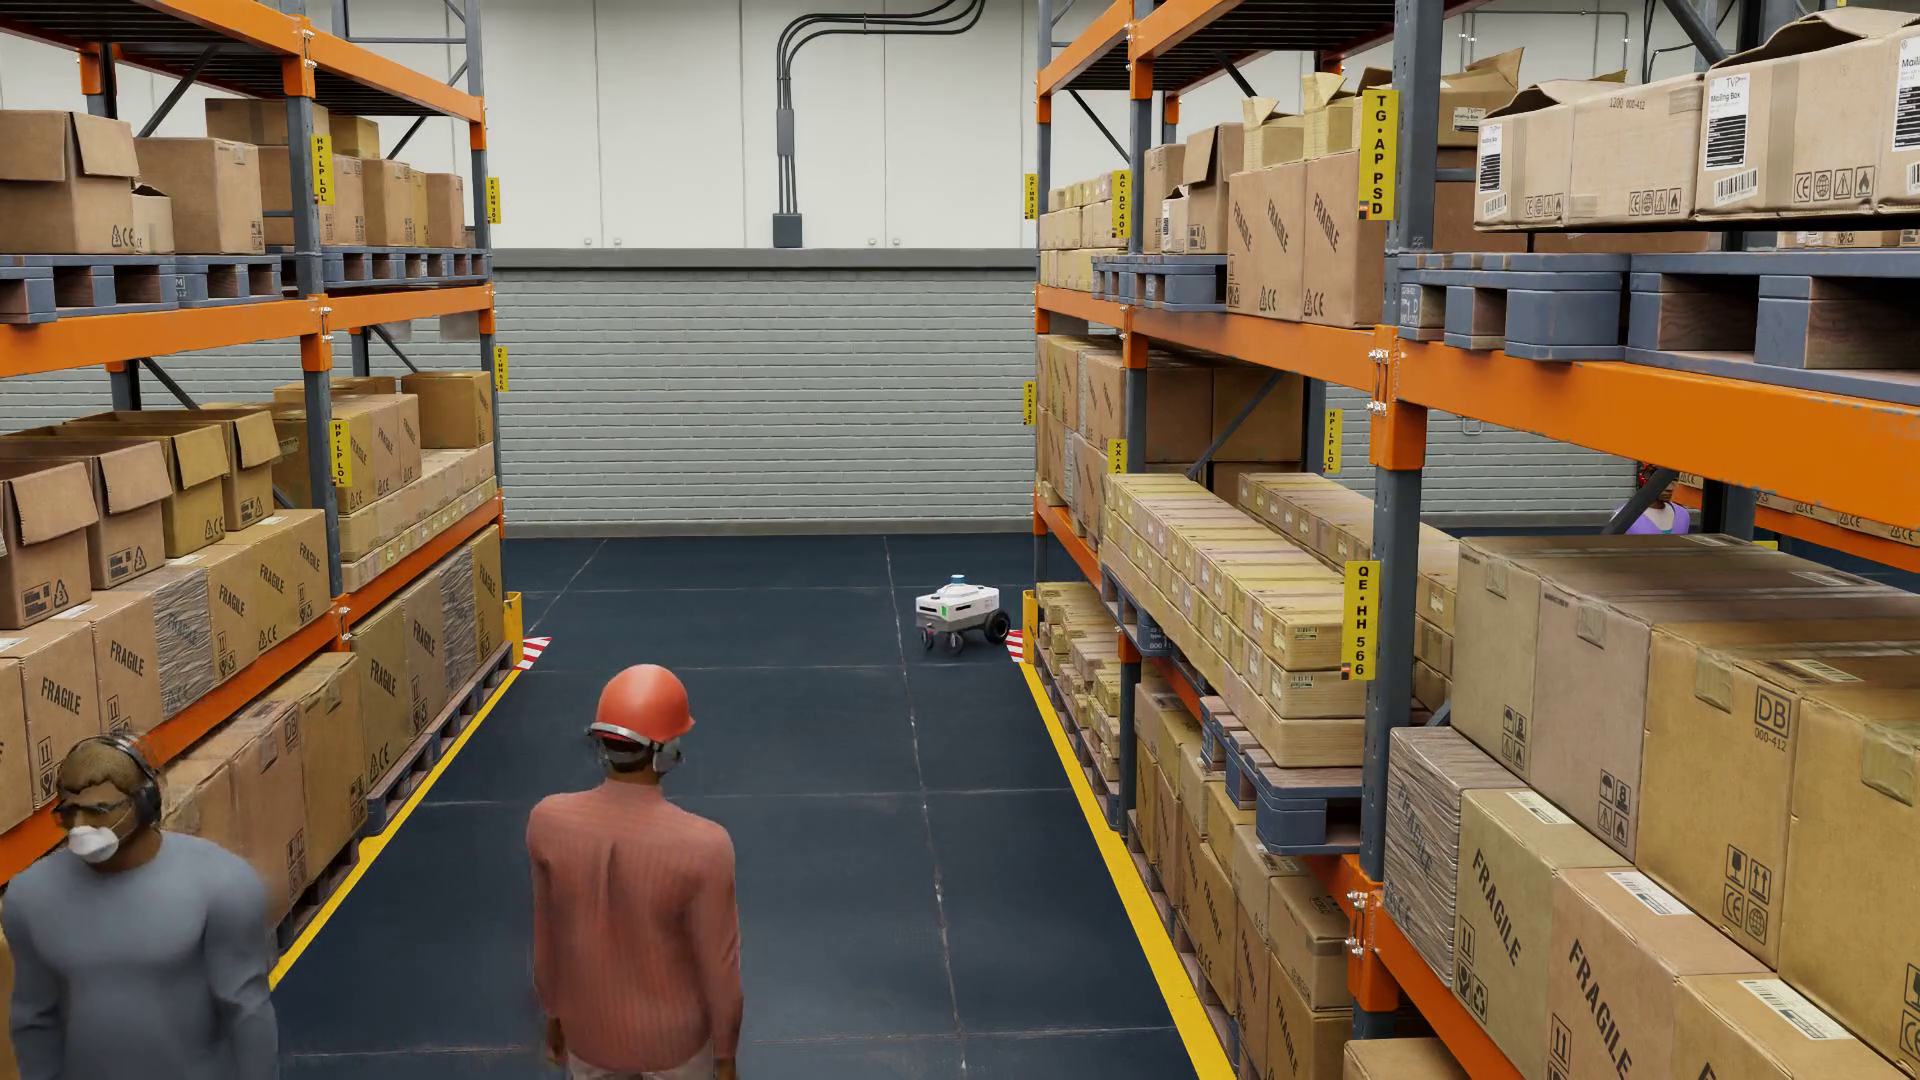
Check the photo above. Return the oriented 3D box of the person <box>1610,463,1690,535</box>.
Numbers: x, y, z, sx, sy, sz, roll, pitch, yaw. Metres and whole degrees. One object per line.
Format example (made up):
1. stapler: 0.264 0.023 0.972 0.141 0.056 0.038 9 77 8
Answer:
1. person: 4.164 0.407 10.119 0.570 1.845 0.380 -4 11 -24

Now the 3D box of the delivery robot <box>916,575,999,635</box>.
1. delivery robot: -0.018 0.516 13.001 0.477 0.478 0.707 8 13 41

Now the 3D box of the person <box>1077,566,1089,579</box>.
1. person: 1.290 -0.603 15.798 0.372 1.940 0.630 -2 10 -10

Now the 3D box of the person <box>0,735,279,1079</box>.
1. person: -1.995 1.387 4.139 0.639 1.918 0.675 0 10 -2

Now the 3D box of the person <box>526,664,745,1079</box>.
1. person: -0.876 1.308 4.444 0.635 1.973 0.695 2 10 13
